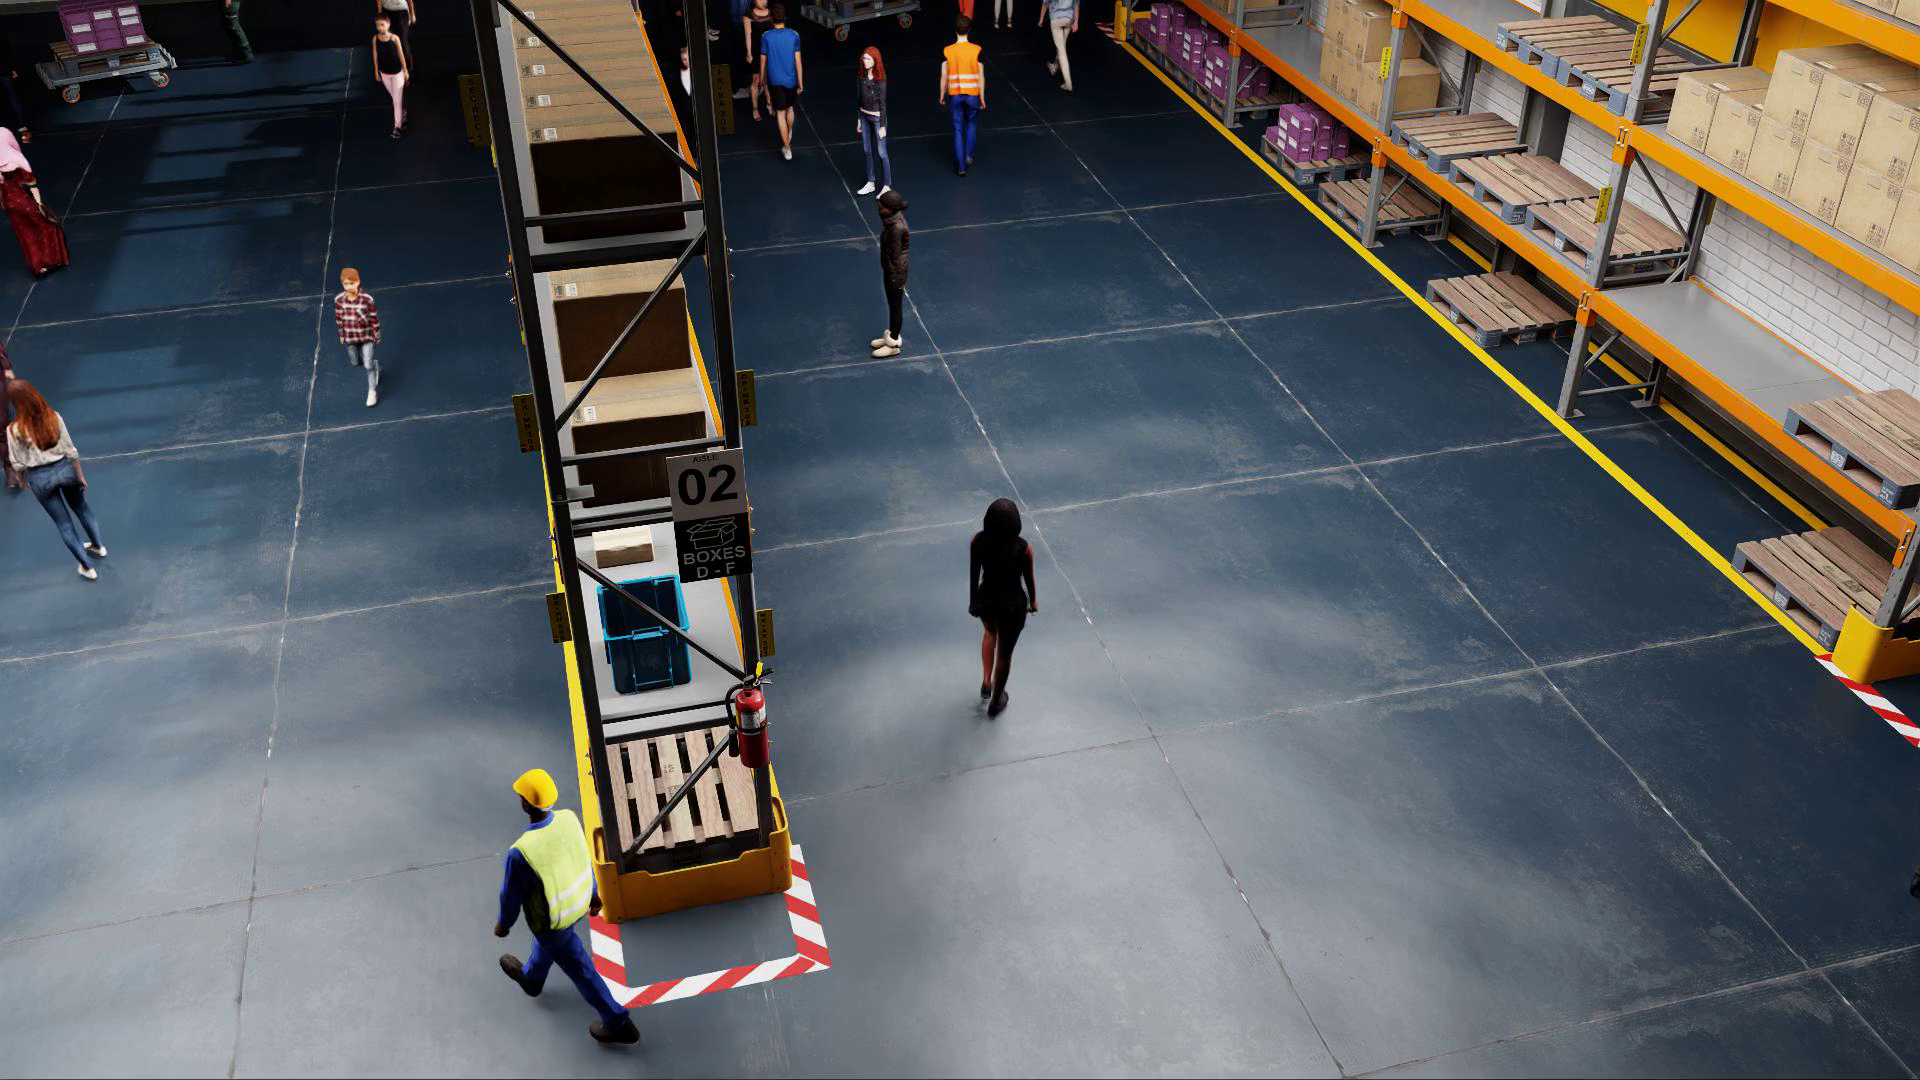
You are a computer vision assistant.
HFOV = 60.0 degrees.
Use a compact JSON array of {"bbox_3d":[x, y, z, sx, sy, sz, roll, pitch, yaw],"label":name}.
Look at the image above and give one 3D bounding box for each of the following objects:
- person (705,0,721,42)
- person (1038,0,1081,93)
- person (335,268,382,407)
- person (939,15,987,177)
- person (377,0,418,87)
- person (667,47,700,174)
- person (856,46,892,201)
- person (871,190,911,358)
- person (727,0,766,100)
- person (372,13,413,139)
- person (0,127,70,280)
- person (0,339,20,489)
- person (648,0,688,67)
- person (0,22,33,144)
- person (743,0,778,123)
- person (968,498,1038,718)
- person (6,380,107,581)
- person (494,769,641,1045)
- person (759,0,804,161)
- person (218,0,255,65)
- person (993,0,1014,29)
[{"bbox_3d":[-3.790,-8.313,24.568,0.738,1.764,0.565,-1,34,-2],"label":"person"},{"bbox_3d":[1.411,-6.994,22.553,0.766,1.797,1.242,-13,36,-19],"label":"person"},{"bbox_3d":[-5.541,-1.923,15.379,0.651,1.294,0.858,-1,34,-2],"label":"person"},{"bbox_3d":[0.049,-5.278,19.908,0.798,1.867,0.894,-2,34,-3],"label":"person"},{"bbox_3d":[-7.757,-7.258,22.965,0.825,1.782,1.248,0,34,0],"label":"person"},{"bbox_3d":[-3.207,-5.004,19.655,0.608,1.691,0.694,-9,35,-14],"label":"person"},{"bbox_3d":[-1.006,-4.856,19.345,0.626,1.787,0.702,22,39,29],"label":"person"},{"bbox_3d":[-0.618,-2.586,16.044,0.634,1.662,0.582,10,35,15],"label":"person"},{"bbox_3d":[-2.847,-6.797,22.263,0.789,1.791,0.738,-13,36,-19],"label":"person"},{"bbox_3d":[-7.228,-5.948,21.226,0.758,1.524,1.093,2,34,3],"label":"person"},{"bbox_3d":[-9.870,-3.511,17.454,0.802,1.641,0.833,4,34,6],"label":"person"},{"bbox_3d":[-8.332,-1.405,14.128,0.799,1.816,1.229,-14,36,-20],"label":"person"},{"bbox_3d":[-4.213,-7.471,23.344,0.978,1.717,1.138,5,34,7],"label":"person"},{"bbox_3d":[-12.141,-5.890,20.873,0.717,1.818,0.659,-14,36,-20],"label":"person"},{"bbox_3d":[-2.569,-6.311,21.599,0.756,1.716,0.753,-25,41,-33],"label":"person"},{"bbox_3d":[0.249,0.512,11.327,0.725,1.724,0.775,12,36,18],"label":"person"},{"bbox_3d":[-6.929,-0.434,12.762,0.787,1.711,0.884,-27,42,-34],"label":"person"},{"bbox_3d":[-2.103,2.051,8.980,1.243,1.759,1.240,15,36,21],"label":"person"},{"bbox_3d":[-2.177,-5.591,20.421,0.672,1.821,1.137,-8,34,-12],"label":"person"},{"bbox_3d":[-10.363,-7.698,23.575,0.790,1.839,0.651,-18,38,-25],"label":"person"},{"bbox_3d":[0.669,-8.522,25.122,0.635,1.498,0.652,-1,34,-1],"label":"person"}]
